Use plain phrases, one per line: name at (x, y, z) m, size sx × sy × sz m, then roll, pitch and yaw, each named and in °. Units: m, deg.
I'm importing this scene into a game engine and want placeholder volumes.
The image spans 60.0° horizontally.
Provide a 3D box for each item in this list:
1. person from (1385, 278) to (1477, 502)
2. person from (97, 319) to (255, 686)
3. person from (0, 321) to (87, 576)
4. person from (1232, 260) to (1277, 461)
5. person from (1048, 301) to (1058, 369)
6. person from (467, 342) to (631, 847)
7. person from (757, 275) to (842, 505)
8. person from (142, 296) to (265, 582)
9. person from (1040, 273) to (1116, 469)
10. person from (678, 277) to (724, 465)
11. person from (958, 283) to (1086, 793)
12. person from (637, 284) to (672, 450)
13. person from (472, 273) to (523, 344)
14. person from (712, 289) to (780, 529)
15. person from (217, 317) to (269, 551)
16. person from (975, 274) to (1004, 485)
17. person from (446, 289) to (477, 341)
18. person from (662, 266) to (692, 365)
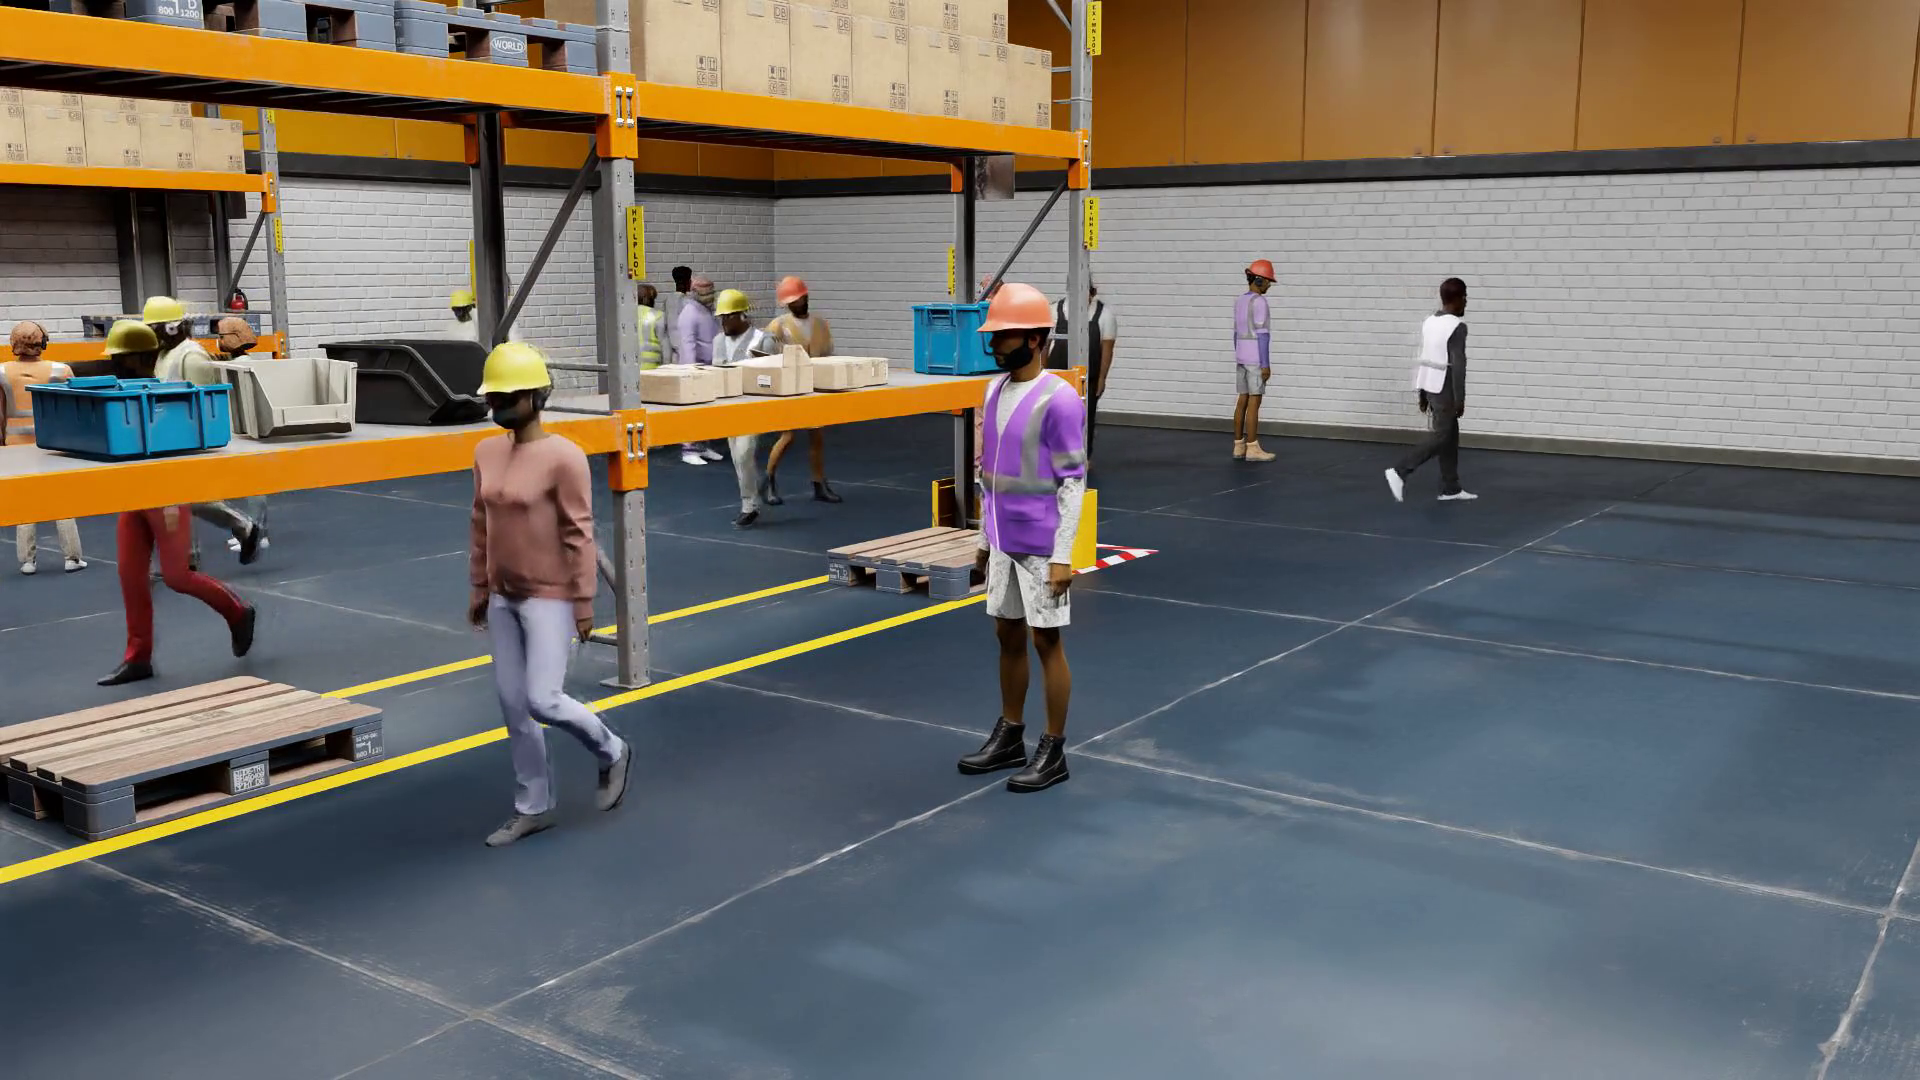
person at (3.977, -1.241, 13.906) m, size 0.839 × 1.895 × 0.599 m, roll -2°, pitch 10°, yaw -10°
person at (-3.861, -0.198, 8.066) m, size 0.527 × 1.746 × 0.692 m, roll 5°, pitch 11°, yaw 30°
person at (-5.949, -0.589, 10.739) m, size 0.522 × 1.638 × 0.310 m, roll -4°, pitch 10°, yaw -22°
person at (3.001, -1.819, 16.898) m, size 0.398 × 2.033 × 0.605 m, roll -3°, pitch 10°, yaw -16°
person at (0.964, -1.678, 17.336) m, size 0.834 × 1.588 × 0.529 m, roll -3°, pitch 10°, yaw -17°
person at (-1.457, 0.186, 5.803) m, size 0.531 × 1.752 × 0.469 m, roll 6°, pitch 11°, yaw 33°
person at (-1.316, -1.243, 13.867) m, size 0.700 × 1.910 × 0.484 m, roll -7°, pitch 12°, yaw -38°
person at (-4.862, -0.644, 10.575) m, size 0.598 × 1.806 × 0.597 m, roll 9°, pitch 13°, yaw 42°
person at (1.104, -1.614, 15.649) m, size 0.715 × 2.000 × 0.958 m, roll 1°, pitch 10°, yaw 6°
person at (-2.580, -1.662, 16.459) m, size 0.500 × 1.867 × 0.667 m, roll 4°, pitch 10°, yaw 21°
person at (0.236, -0.005, 6.371) m, size 0.375 × 1.939 × 0.546 m, roll -7°, pitch 12°, yaw -35°
person at (-3.355, -1.787, 17.446) m, size 0.619 × 1.799 × 0.895 m, roll 5°, pitch 11°, yaw 28°
person at (-4.525, -1.713, 16.565) m, size 0.643 × 1.922 × 0.576 m, roll 5°, pitch 11°, yaw 29°
person at (-1.684, -0.973, 12.534) m, size 0.617 × 1.804 × 0.610 m, roll 6°, pitch 11°, yaw 32°
person at (-5.045, -0.744, 11.683) m, size 0.280 × 1.633 × 0.500 m, roll -4°, pitch 11°, yaw -25°
person at (0.292, -1.449, 15.067) m, size 0.651 × 1.906 × 0.402 m, roll -1°, pitch 10°, yaw -7°
person at (-5.088, -1.752, 17.401) m, size 0.528 × 1.739 × 0.578 m, roll 4°, pitch 10°, yaw 22°
person at (-3.415, -2.394, 20.518) m, size 0.367 × 1.966 × 0.605 m, roll -9°, pitch 13°, yaw -42°
